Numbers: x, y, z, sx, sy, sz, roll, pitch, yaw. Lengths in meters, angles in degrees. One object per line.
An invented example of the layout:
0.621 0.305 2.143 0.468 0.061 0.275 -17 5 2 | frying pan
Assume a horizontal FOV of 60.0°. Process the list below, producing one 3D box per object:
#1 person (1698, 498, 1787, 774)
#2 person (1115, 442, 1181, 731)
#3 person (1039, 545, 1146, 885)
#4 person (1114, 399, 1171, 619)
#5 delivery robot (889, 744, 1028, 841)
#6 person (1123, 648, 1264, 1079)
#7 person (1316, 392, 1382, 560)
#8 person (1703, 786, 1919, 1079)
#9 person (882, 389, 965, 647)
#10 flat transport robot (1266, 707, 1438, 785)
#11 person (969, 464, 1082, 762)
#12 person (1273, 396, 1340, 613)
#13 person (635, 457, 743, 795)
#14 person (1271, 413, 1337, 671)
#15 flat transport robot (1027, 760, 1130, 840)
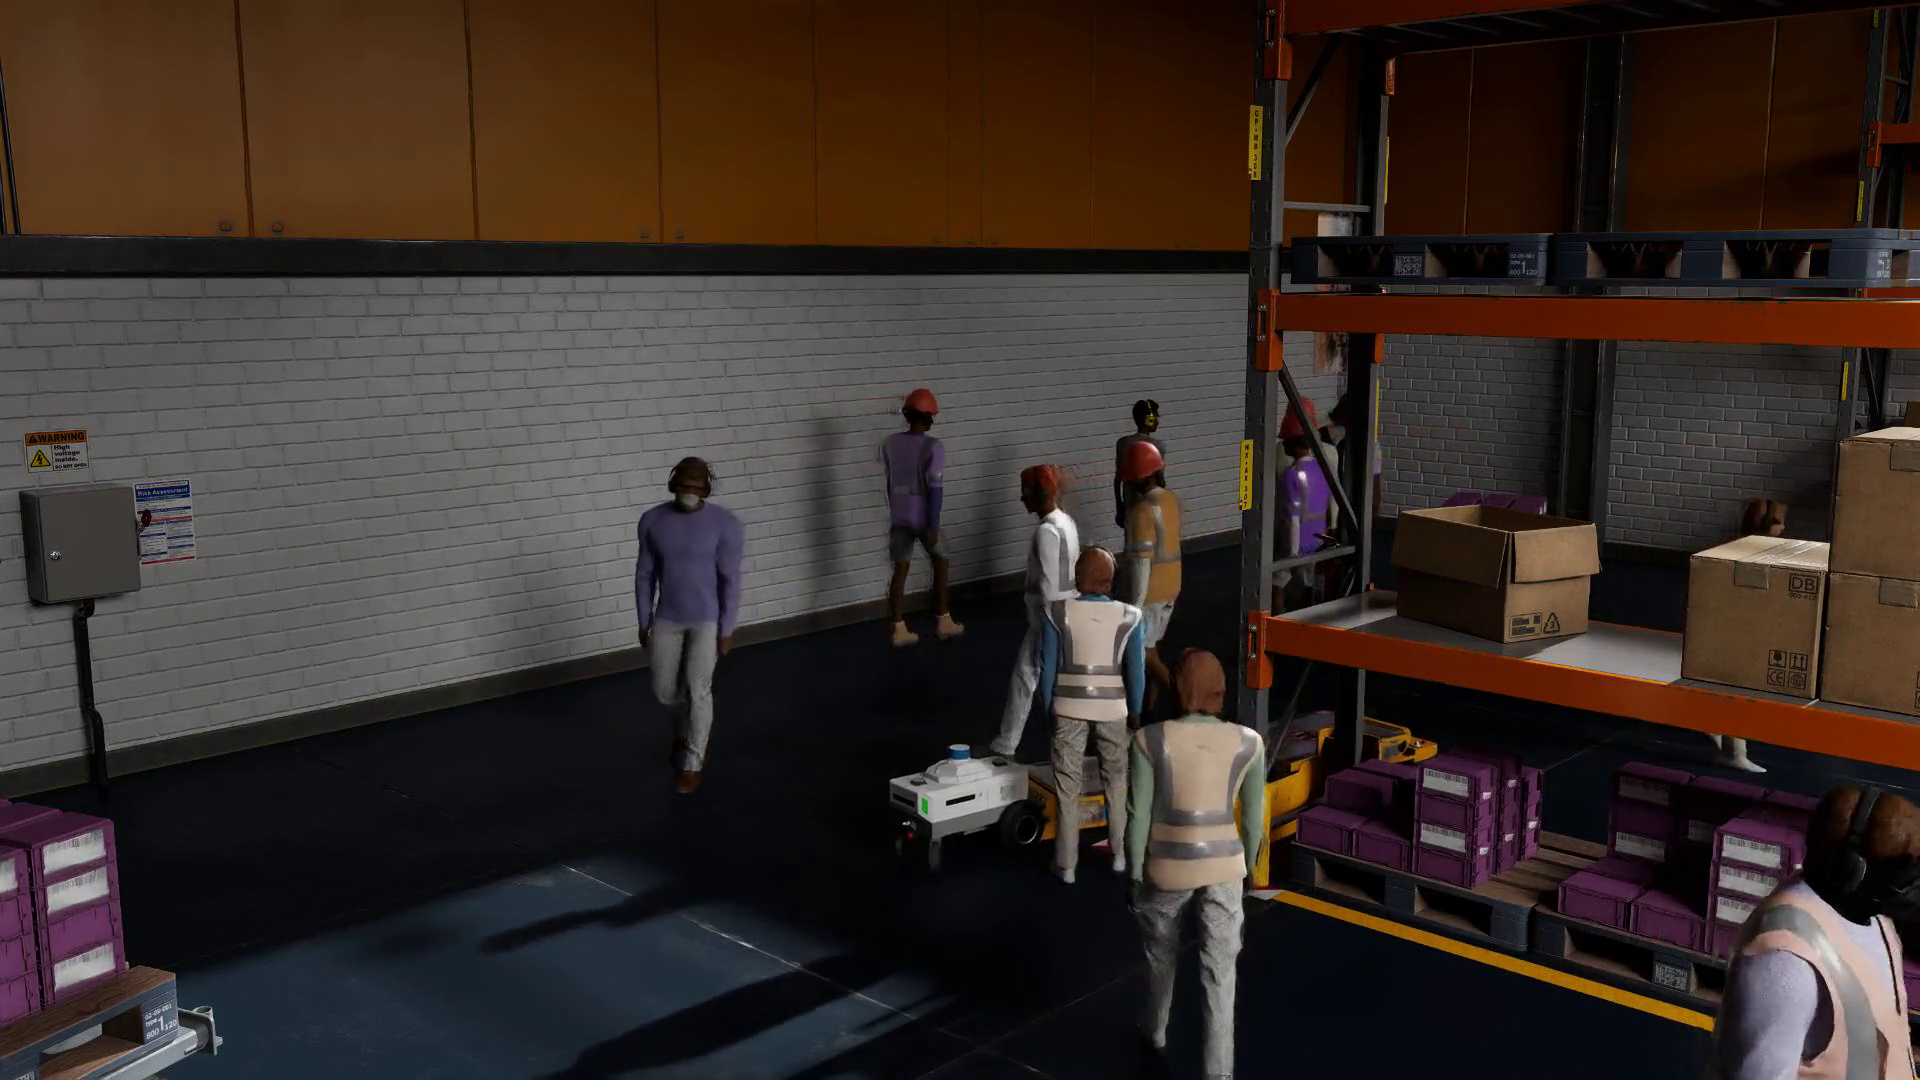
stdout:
4.622 0.562 9.734 0.386 1.623 0.531 6 11 32 | person
1.288 0.329 10.327 0.713 1.906 0.677 6 11 32 | person
0.636 0.843 8.020 0.517 1.613 0.387 0 9 0 | person
1.524 -0.244 13.951 0.514 1.865 0.327 8 12 41 | person
-0.003 1.272 8.370 0.707 0.478 0.477 -7 12 -37 | delivery robot
0.832 1.186 6.004 0.521 1.587 0.857 0 9 -2 | person
3.096 -0.275 13.598 0.695 2.000 0.895 7 12 36 | person
2.052 1.444 3.793 0.920 1.798 0.655 7 12 38 | person
-0.290 -0.184 13.135 0.615 2.011 0.862 6 11 32 | person
2.096 1.229 9.791 1.431 0.197 0.652 -7 11 -36 | flat transport robot
0.564 0.467 9.683 0.993 1.844 0.589 3 10 20 | person
2.601 -0.118 12.832 0.641 1.972 0.448 2 9 13 | person
-1.527 0.462 9.503 0.647 1.913 0.558 2 9 12 | person
2.558 0.016 12.227 0.536 1.900 0.868 -8 13 -42 | person
0.841 1.354 9.025 1.431 0.197 0.652 -4 10 -23 | flat transport robot
